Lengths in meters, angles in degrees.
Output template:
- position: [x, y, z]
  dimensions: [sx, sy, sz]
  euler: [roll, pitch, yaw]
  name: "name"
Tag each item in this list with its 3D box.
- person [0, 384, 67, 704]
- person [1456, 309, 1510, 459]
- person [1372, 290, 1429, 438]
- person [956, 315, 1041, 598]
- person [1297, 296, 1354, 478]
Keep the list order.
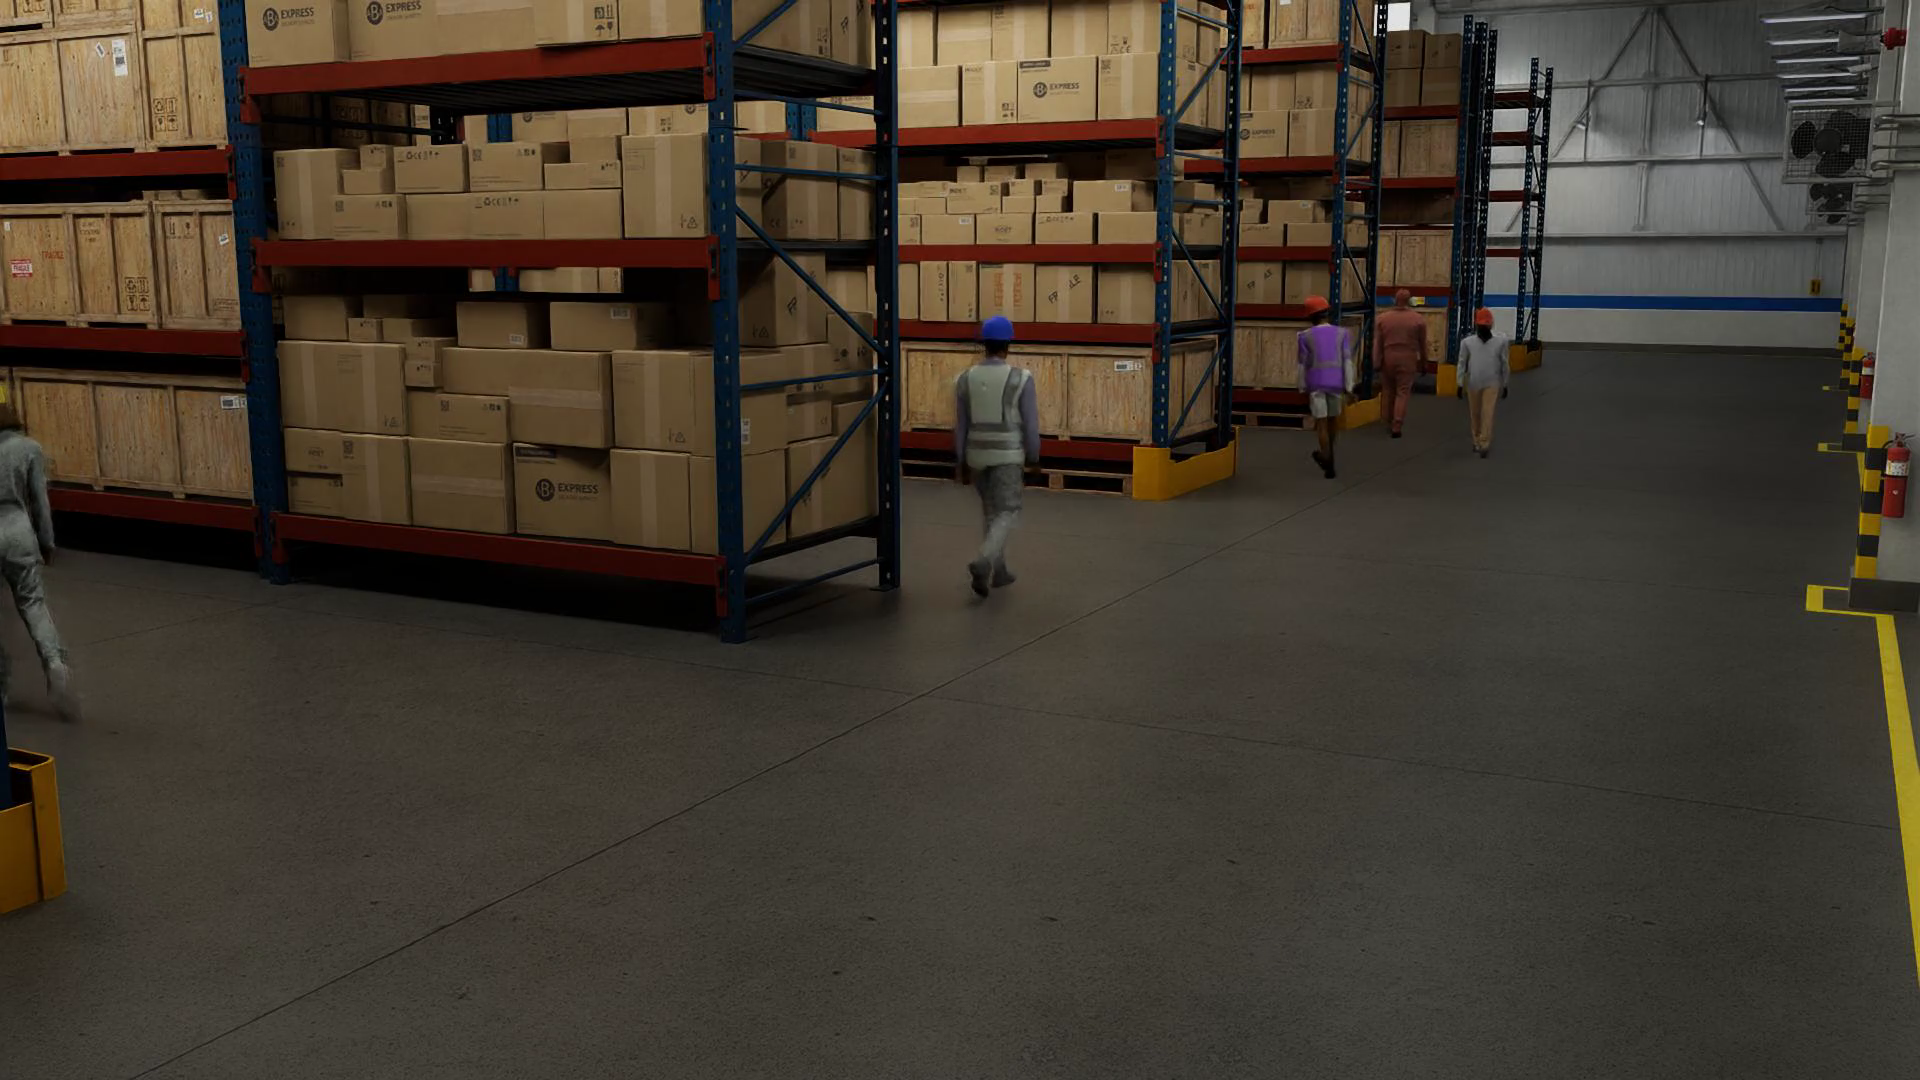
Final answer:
- position: [-4.860, 0.025, 8.459]
  dimensions: [0.664, 1.725, 0.489]
  euler: [9, 13, 42]
  name: "person"
- position: [6.028, -1.814, 19.188]
  dimensions: [0.573, 1.698, 0.913]
  euler: [4, 11, 23]
  name: "person"
- position: [5.642, -2.256, 21.260]
  dimensions: [0.667, 1.852, 1.013]
  euler: [4, 11, 24]
  name: "person"
- position: [0.221, -0.564, 11.323]
  dimensions: [0.611, 1.920, 0.829]
  euler: [6, 11, 30]
  name: "person"
- position: [3.815, -1.616, 17.495]
  dimensions: [0.583, 1.877, 0.944]
  euler: [-1, 10, -4]
  name: "person"
